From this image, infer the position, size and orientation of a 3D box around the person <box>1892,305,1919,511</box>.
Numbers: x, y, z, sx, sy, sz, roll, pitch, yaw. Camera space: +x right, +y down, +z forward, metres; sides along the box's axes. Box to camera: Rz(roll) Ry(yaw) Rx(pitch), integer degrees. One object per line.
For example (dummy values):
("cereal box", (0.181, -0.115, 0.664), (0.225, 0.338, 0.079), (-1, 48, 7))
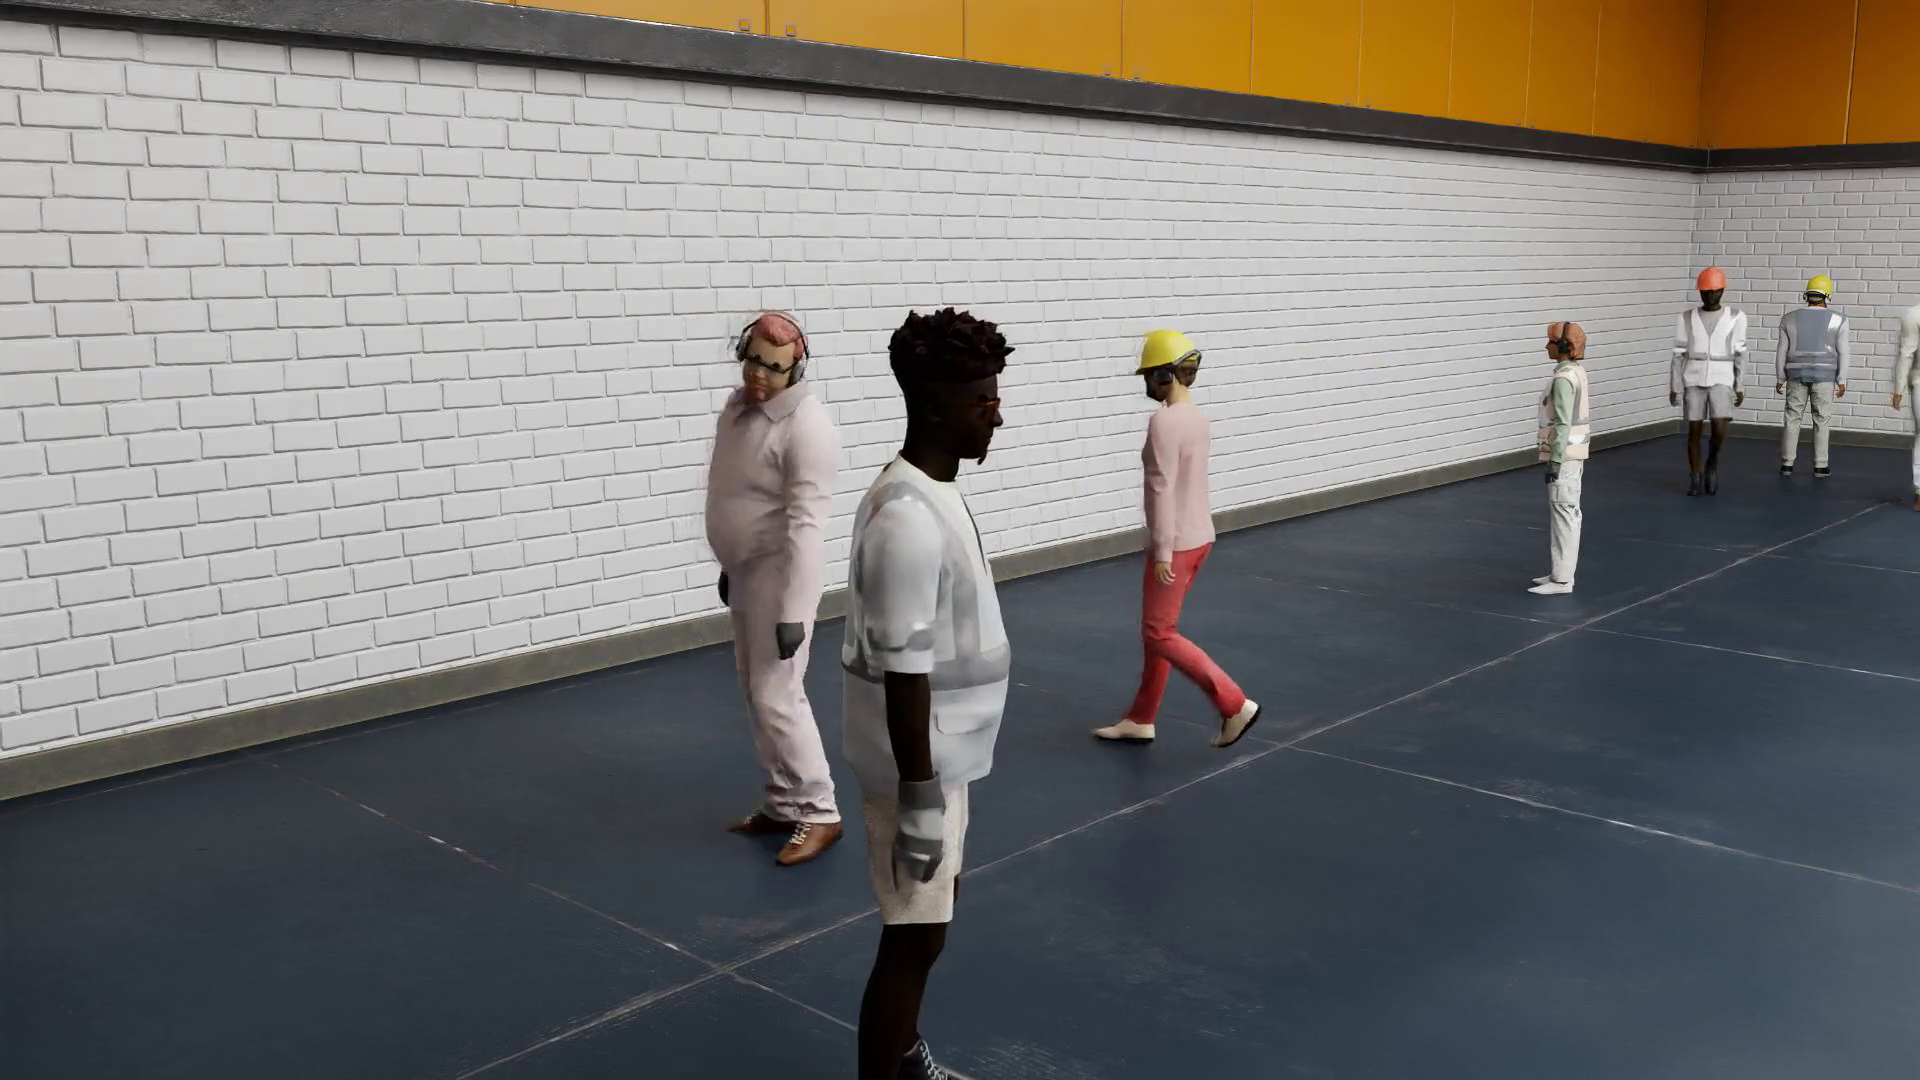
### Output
("person", (7.735, -1.167, 13.071), (0.651, 1.913, 0.765), (2, 10, 9))

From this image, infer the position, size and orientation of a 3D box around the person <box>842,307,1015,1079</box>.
("person", (-0.071, 0.467, 3.677), (0.368, 1.954, 0.605), (1, 10, 4))

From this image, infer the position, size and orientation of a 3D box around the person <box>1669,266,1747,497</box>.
("person", (6.218, -1.307, 13.858), (0.579, 1.920, 0.420), (5, 11, 28))

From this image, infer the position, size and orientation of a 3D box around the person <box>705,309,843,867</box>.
("person", (-0.651, 0.158, 5.708), (0.431, 1.888, 0.689), (-5, 11, -26))

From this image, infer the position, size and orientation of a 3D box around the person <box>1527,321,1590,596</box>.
("person", (3.609, -0.485, 9.977), (0.313, 1.642, 0.513), (5, 11, 27))

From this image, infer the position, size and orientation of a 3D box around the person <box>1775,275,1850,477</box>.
("person", (7.754, -1.488, 15.145), (0.600, 1.831, 0.404), (7, 12, 33))

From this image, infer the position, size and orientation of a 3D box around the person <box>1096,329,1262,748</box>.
("person", (0.887, 0.032, 6.730), (0.778, 1.736, 0.602), (5, 11, 27))
